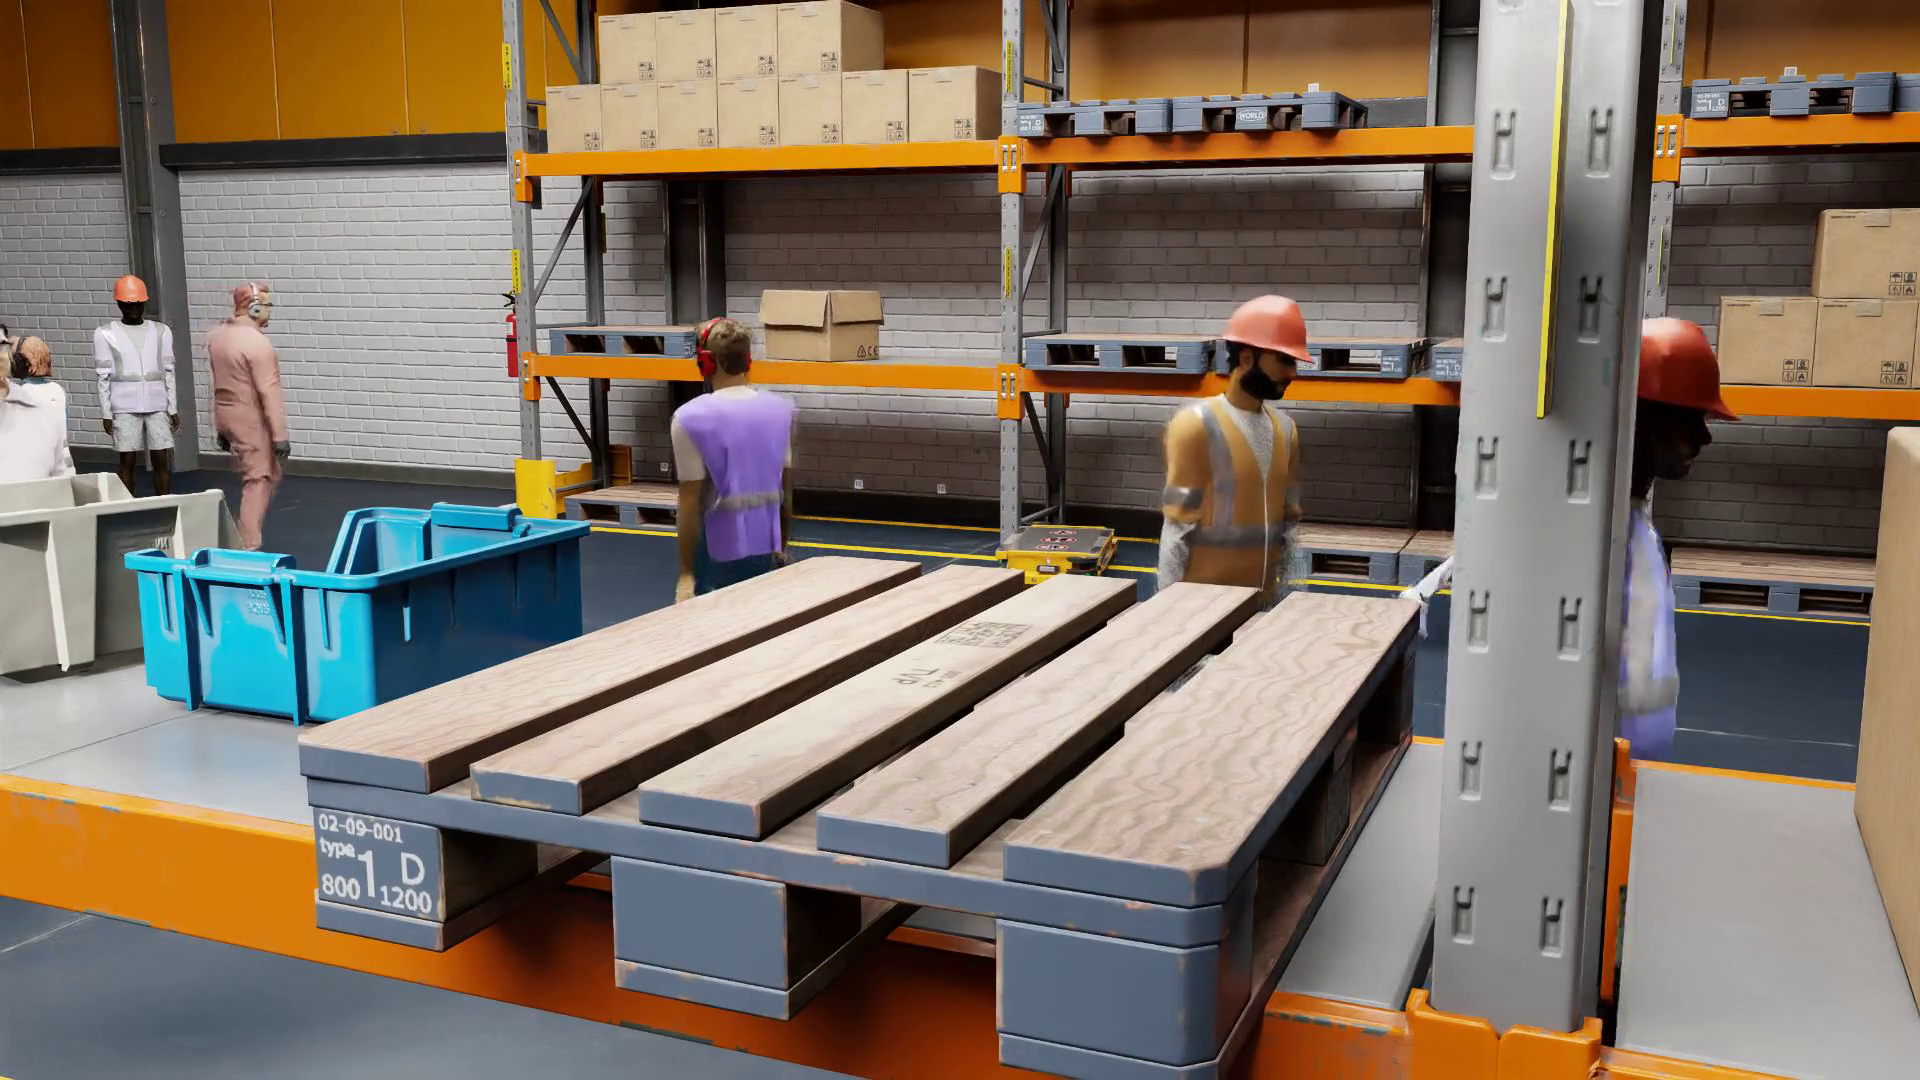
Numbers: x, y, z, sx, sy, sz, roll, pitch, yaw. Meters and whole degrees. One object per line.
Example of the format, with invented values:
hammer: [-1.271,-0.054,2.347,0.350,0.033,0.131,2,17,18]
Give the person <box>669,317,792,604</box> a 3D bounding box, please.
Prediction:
person: [-0.838,0.057,6.397,0.781,1.820,0.572,9,13,42]

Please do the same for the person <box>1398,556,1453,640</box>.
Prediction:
person: [2.674,-0.323,8.554,0.664,1.856,0.520,-1,9,-3]

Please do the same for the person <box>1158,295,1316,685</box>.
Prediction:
person: [0.888,0.195,5.262,0.582,1.920,0.437,-8,12,-40]

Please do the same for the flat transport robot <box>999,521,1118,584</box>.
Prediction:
flat transport robot: [0.646,0.078,10.896,0.652,0.197,1.431,2,10,10]

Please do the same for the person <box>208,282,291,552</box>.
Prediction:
person: [-4.606,-0.730,10.886,0.687,1.888,0.457,9,13,42]

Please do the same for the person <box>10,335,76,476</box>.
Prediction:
person: [-4.916,-0.275,8.918,0.314,1.641,0.515,0,9,-2]

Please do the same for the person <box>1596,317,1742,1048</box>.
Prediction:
person: [1.265,0.499,3.459,0.549,1.914,0.569,5,11,27]

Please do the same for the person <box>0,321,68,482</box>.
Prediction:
person: [-3.334,0.139,5.698,0.506,1.888,0.649,6,11,32]

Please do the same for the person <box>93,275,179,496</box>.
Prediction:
person: [-6.058,-0.981,12.287,0.540,1.931,0.382,-8,12,-39]
